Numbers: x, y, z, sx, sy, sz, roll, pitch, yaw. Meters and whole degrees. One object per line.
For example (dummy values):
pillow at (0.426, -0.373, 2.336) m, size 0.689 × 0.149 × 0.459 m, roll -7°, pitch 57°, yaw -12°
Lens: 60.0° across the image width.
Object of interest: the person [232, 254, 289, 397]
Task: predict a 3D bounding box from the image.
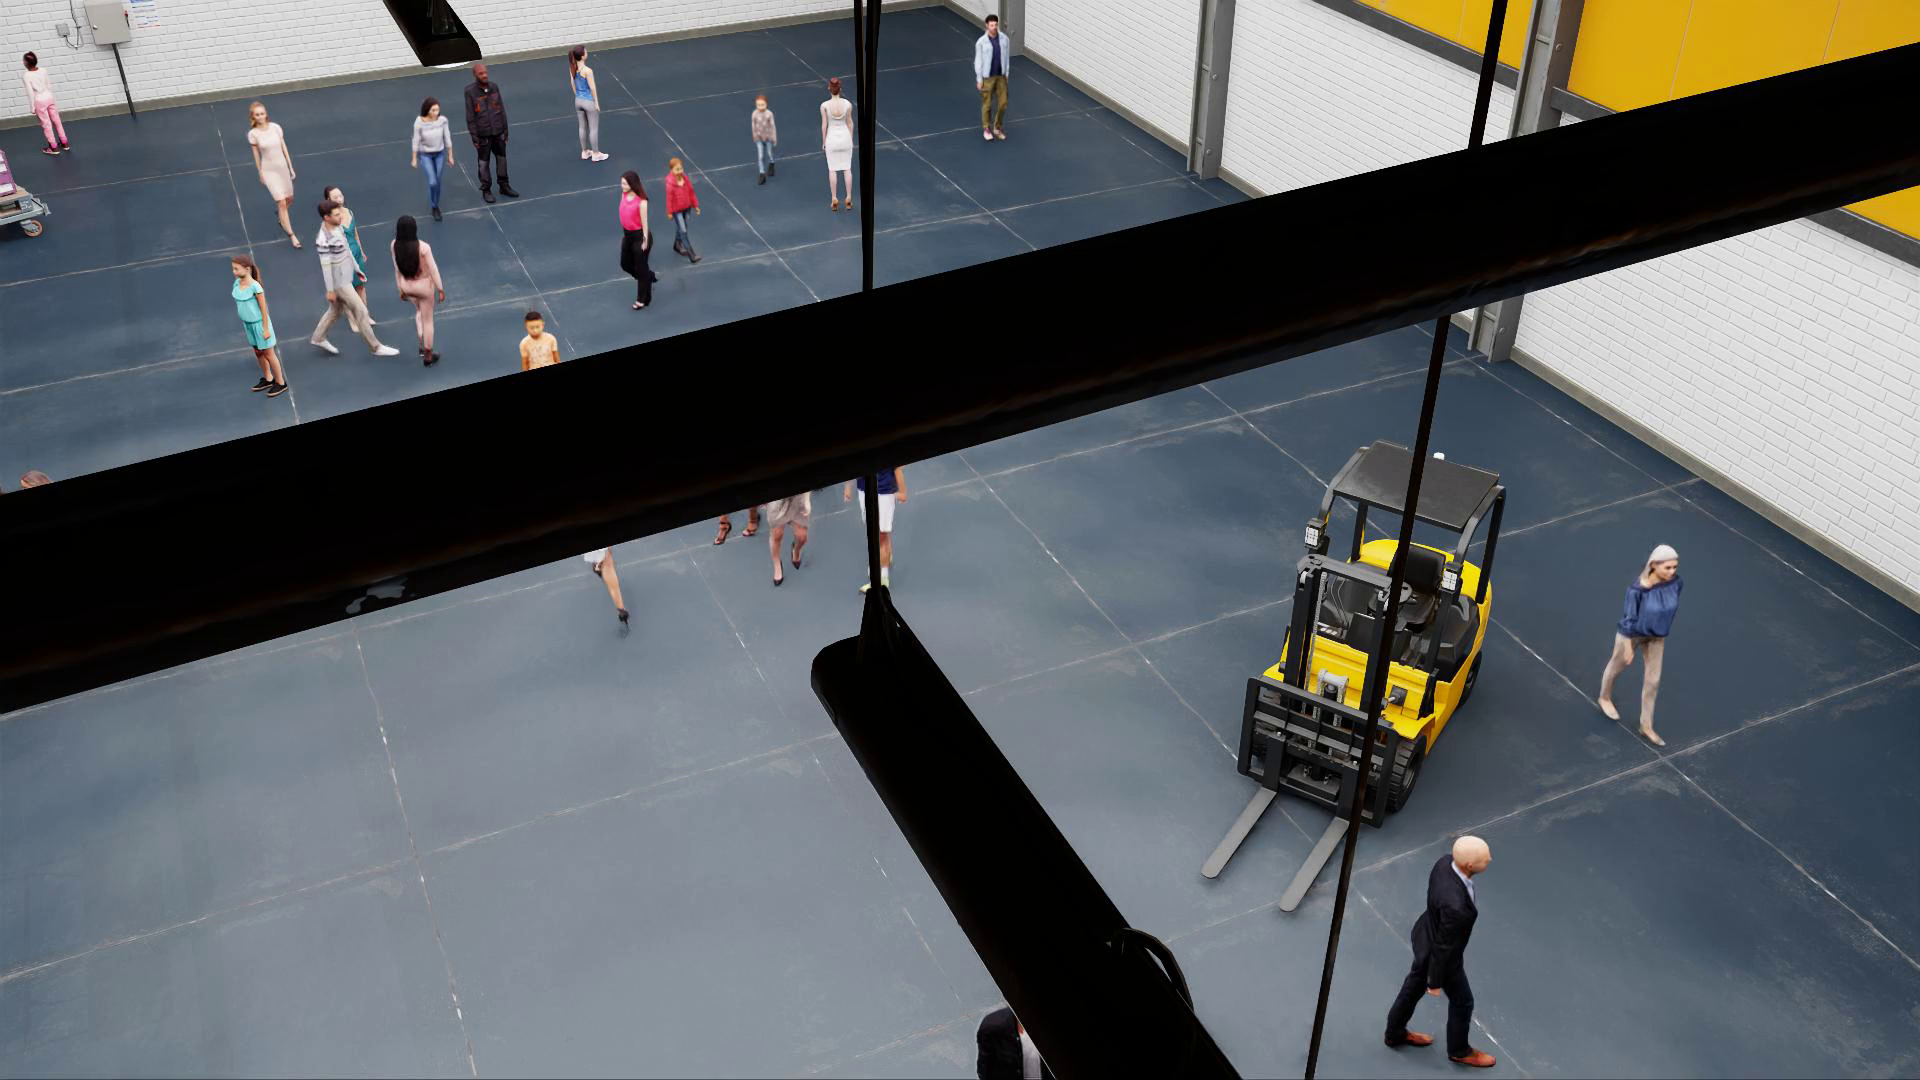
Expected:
person at (-7.377, -2.268, 17.446) m, size 0.618 × 1.558 × 0.702 m, roll 20°, pitch 38°, yaw 27°

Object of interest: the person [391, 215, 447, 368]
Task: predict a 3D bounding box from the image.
person at (-5.862, -2.642, 17.874) m, size 0.758 × 1.707 × 0.806 m, roll 8°, pitch 35°, yaw 12°

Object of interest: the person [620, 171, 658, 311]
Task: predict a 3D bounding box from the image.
person at (-3.664, -3.477, 19.181) m, size 0.742 × 1.651 × 0.780 m, roll 26°, pitch 42°, yaw 34°

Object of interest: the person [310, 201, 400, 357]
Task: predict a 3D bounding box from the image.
person at (-6.811, -2.814, 18.014) m, size 0.981 × 1.838 × 1.219 m, roll -4°, pitch 34°, yaw -6°

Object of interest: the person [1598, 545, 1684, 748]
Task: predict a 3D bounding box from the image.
person at (5.211, 0.704, 12.869) m, size 0.739 × 1.675 × 0.974 m, roll -8°, pitch 34°, yaw -11°

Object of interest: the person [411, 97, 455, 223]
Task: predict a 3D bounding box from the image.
person at (-6.827, -4.942, 21.437) m, size 0.753 × 1.594 × 0.767 m, roll -20°, pitch 39°, yaw -27°

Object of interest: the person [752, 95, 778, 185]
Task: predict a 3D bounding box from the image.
person at (-2.645, -5.490, 22.637) m, size 0.743 × 1.178 × 0.900 m, roll 2°, pitch 34°, yaw 4°

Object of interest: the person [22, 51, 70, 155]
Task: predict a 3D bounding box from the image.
person at (-12.923, -6.187, 23.443) m, size 0.664 × 1.447 × 0.620 m, roll 15°, pitch 36°, yaw 21°

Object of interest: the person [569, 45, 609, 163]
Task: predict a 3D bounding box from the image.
person at (-5.200, -6.081, 23.136) m, size 0.632 × 1.610 × 0.721 m, roll 20°, pitch 38°, yaw 27°

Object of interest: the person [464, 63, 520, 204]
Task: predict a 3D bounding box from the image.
person at (-6.223, -5.395, 21.915) m, size 0.756 × 1.819 × 0.694 m, roll -26°, pitch 41°, yaw -33°

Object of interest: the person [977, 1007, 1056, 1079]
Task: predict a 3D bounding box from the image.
person at (0.363, 3.033, 9.243) m, size 0.775 × 1.811 × 0.737 m, roll -2°, pitch 34°, yaw -3°

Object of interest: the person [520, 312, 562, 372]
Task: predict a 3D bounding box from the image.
person at (-4.152, -1.632, 16.583) m, size 0.544 × 1.454 × 0.682 m, roll -13°, pitch 36°, yaw -19°

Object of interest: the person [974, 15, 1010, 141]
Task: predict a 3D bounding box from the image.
person at (0.438, -6.633, 23.797) m, size 0.716 × 1.797 × 0.676 m, roll -11°, pitch 35°, yaw -16°

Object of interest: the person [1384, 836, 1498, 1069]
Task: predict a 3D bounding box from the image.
person at (2.831, 2.484, 10.097) m, size 1.052 × 1.778 × 1.021 m, roll 4°, pitch 34°, yaw 6°

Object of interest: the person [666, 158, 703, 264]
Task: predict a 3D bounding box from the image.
person at (-3.455, -4.067, 20.401) m, size 0.951 × 1.283 × 0.719 m, roll 28°, pitch 42°, yaw 35°

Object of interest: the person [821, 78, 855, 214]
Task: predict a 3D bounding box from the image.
person at (-1.575, -5.116, 21.518) m, size 0.615 × 1.793 × 0.564 m, roll -5°, pitch 34°, yaw -7°

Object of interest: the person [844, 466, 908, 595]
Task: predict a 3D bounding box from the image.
person at (-0.692, -0.477, 14.538) m, size 0.992 × 1.794 × 1.024 m, roll 16°, pitch 37°, yaw 23°

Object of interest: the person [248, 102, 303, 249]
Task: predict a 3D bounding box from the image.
person at (-8.522, -4.573, 20.692) m, size 0.770 × 1.803 × 1.110 m, roll -25°, pitch 41°, yaw -33°

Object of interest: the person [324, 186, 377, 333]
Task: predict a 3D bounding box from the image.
person at (-6.873, -3.162, 18.675) m, size 0.648 × 1.686 × 0.627 m, roll 19°, pitch 38°, yaw 26°
